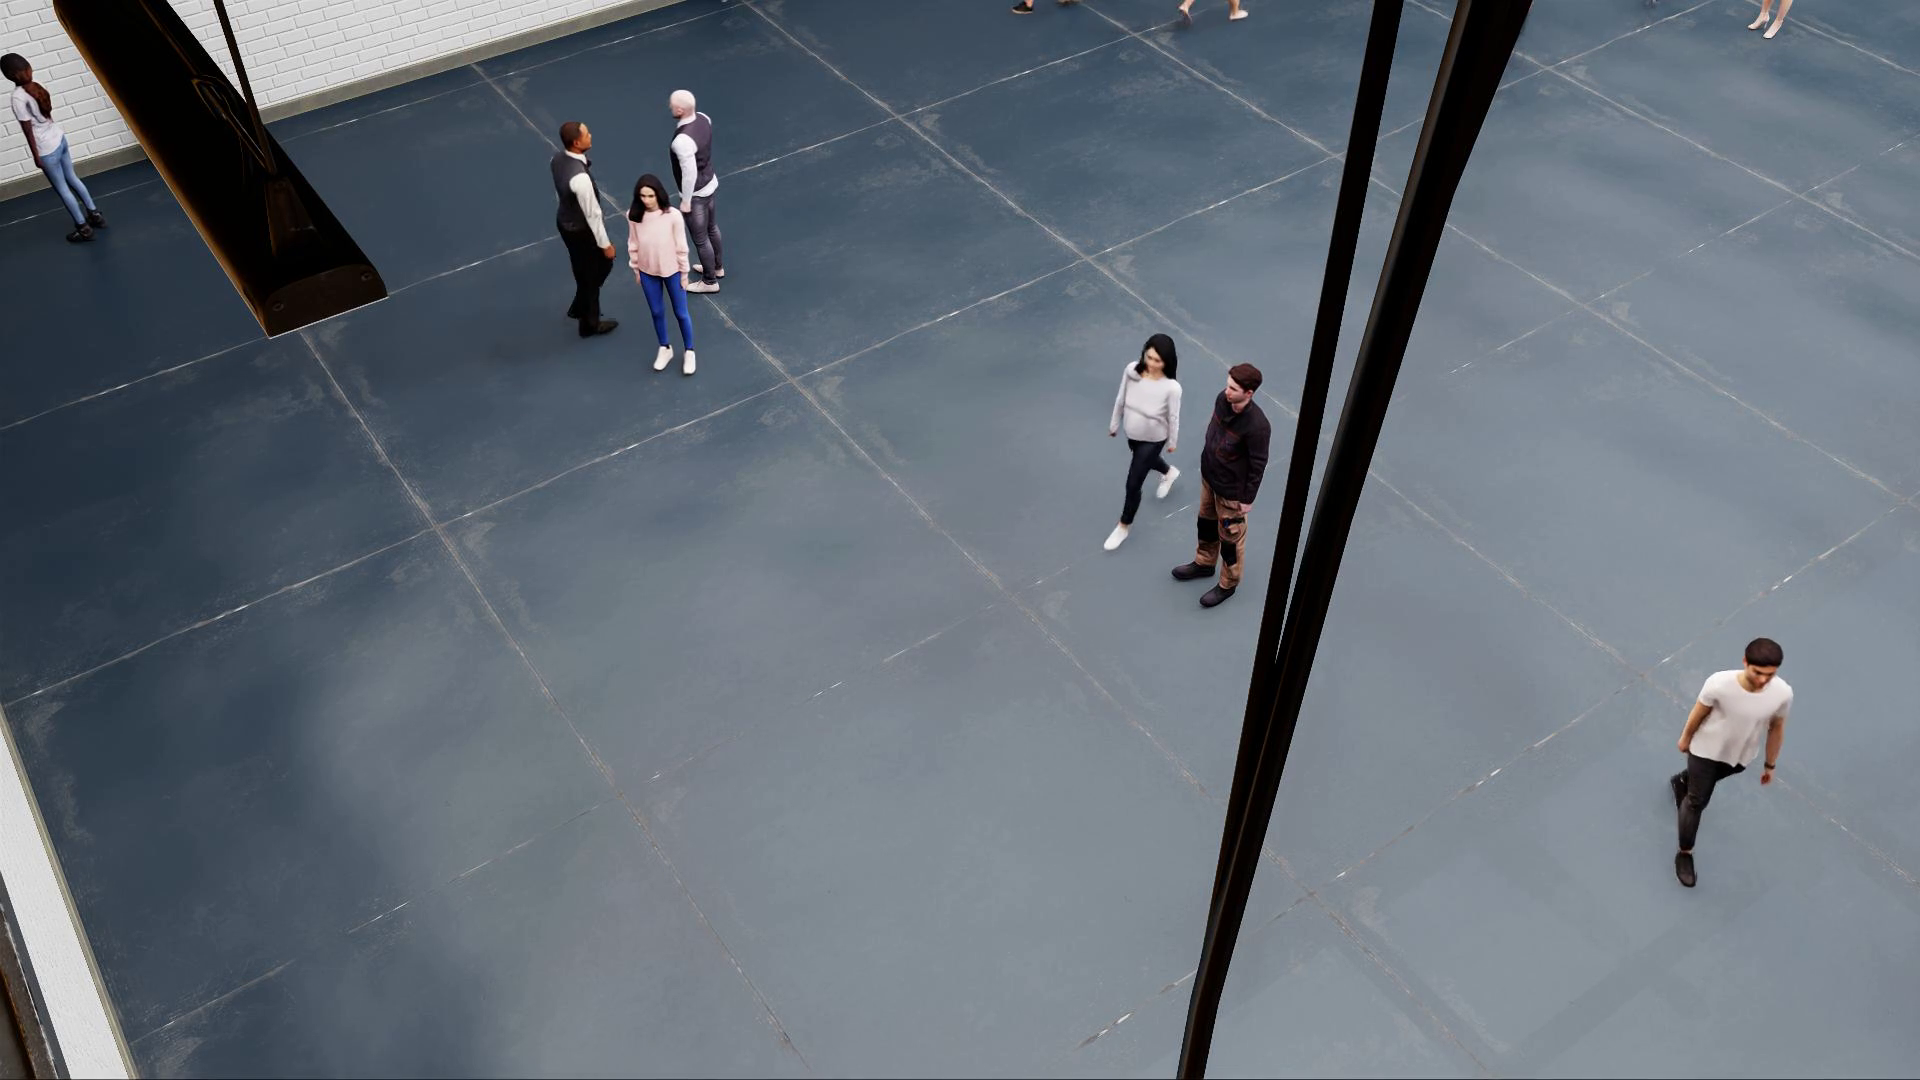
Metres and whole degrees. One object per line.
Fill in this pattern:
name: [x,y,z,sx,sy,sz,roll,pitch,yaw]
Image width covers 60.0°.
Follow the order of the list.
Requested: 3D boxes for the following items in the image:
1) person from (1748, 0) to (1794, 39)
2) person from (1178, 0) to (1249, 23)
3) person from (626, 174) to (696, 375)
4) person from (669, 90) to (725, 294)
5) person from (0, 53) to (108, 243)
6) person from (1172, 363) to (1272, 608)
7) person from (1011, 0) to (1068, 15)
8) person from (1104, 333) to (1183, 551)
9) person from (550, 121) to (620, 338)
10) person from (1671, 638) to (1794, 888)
person: [8.522,-5.991,17.038,0.547,1.682,0.581,-18,46,-18]
person: [2.660,-6.097,17.216,1.072,1.590,0.719,-16,46,-17]
person: [-2.294,-2.065,12.857,0.714,1.766,0.773,7,44,7]
person: [-2.162,-2.865,13.653,0.835,1.826,0.772,8,44,8]
person: [-7.794,-3.363,14.253,0.678,1.721,0.652,-1,44,-1]
person: [1.770,-0.381,10.974,0.625,1.925,0.712,-21,48,-21]
person: [1.017,-6.319,17.501,1.108,1.518,0.674,-19,47,-19]
person: [1.345,-0.772,11.577,0.778,1.660,1.173,33,53,30]
person: [-3.065,-2.395,13.104,0.736,1.903,0.733,-20,47,-19]
person: [4.397,1.125,9.568,1.094,1.683,1.123,5,44,6]
